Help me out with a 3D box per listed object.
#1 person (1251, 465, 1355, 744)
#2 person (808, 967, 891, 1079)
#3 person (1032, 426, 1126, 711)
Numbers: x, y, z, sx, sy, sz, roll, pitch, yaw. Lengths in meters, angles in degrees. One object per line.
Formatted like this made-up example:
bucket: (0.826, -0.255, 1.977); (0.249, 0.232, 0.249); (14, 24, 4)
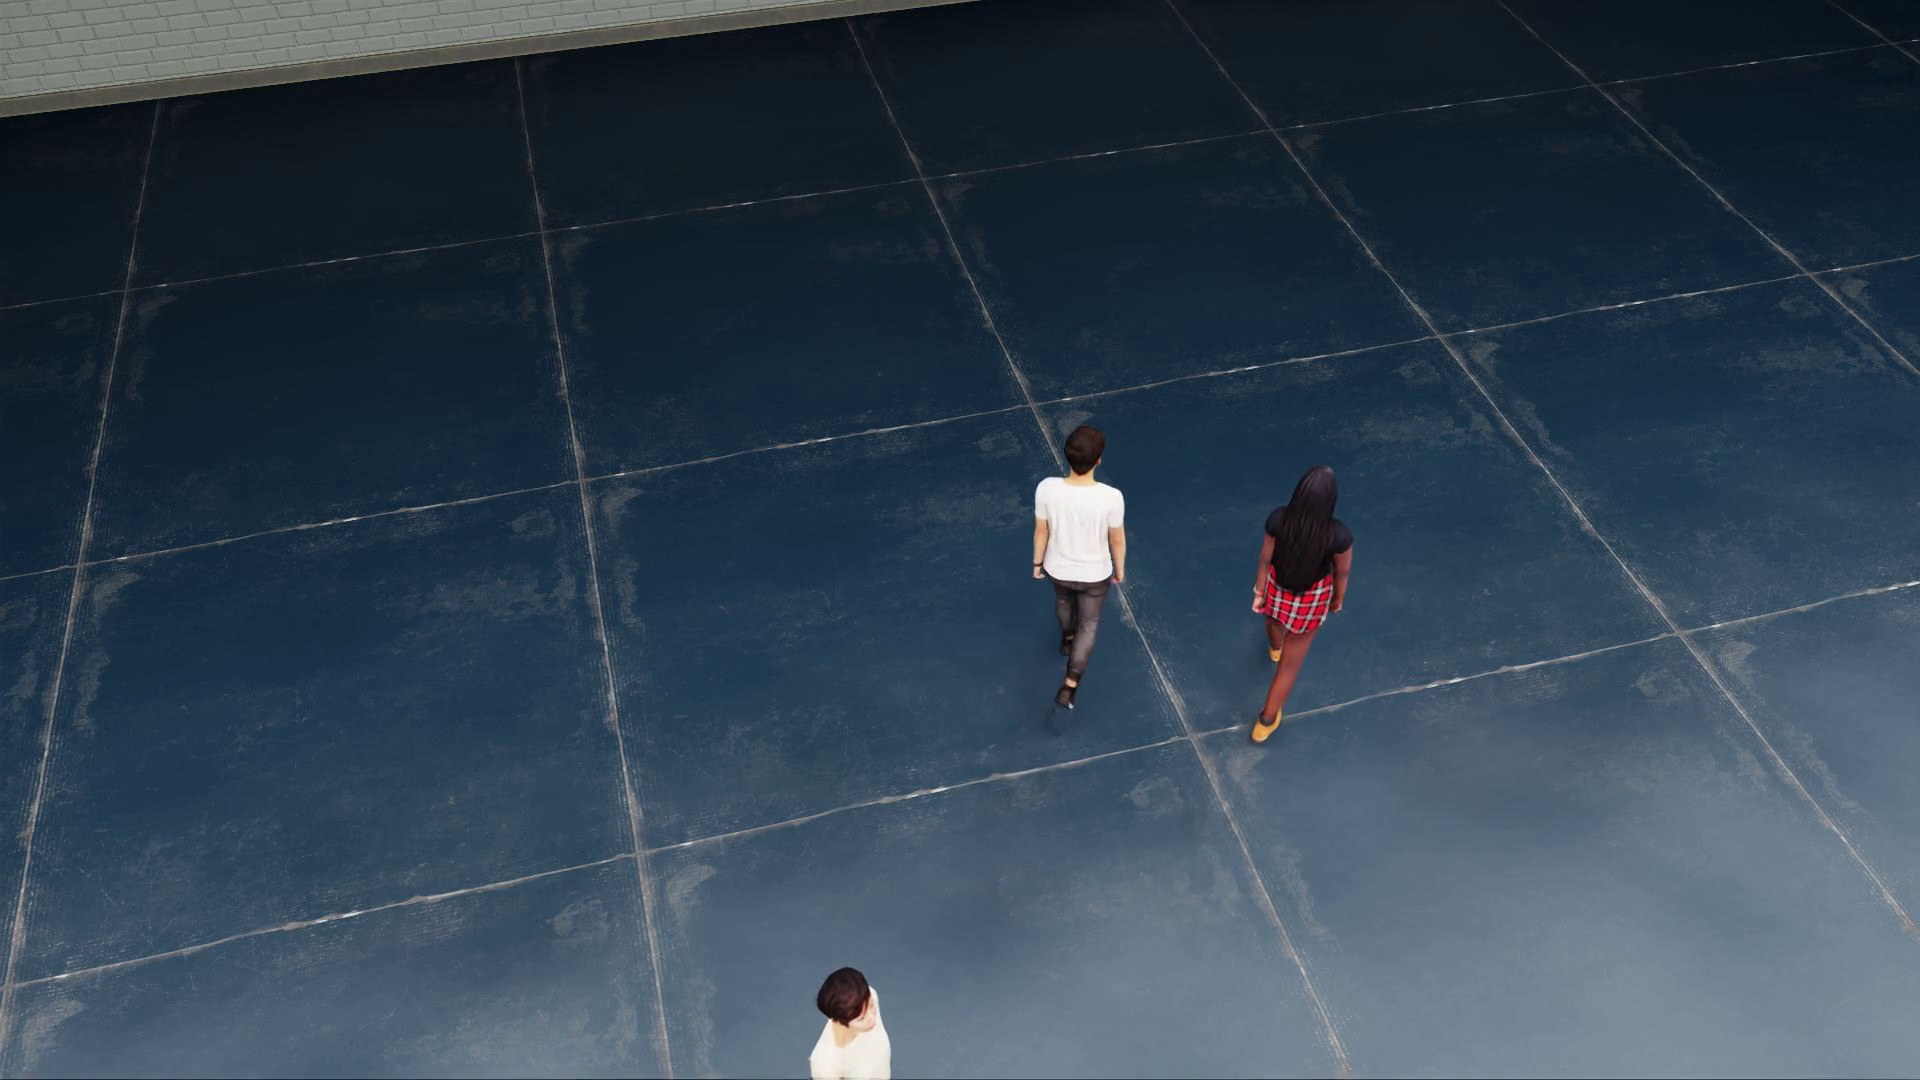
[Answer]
person: (1.695, 0.385, 8.539); (1.023, 1.686, 1.156); (16, 45, 16)
person: (-0.423, 2.213, 6.654); (0.708, 1.587, 0.626); (18, 46, 18)
person: (0.602, 0.166, 8.766); (0.974, 1.696, 1.156); (11, 44, 12)
